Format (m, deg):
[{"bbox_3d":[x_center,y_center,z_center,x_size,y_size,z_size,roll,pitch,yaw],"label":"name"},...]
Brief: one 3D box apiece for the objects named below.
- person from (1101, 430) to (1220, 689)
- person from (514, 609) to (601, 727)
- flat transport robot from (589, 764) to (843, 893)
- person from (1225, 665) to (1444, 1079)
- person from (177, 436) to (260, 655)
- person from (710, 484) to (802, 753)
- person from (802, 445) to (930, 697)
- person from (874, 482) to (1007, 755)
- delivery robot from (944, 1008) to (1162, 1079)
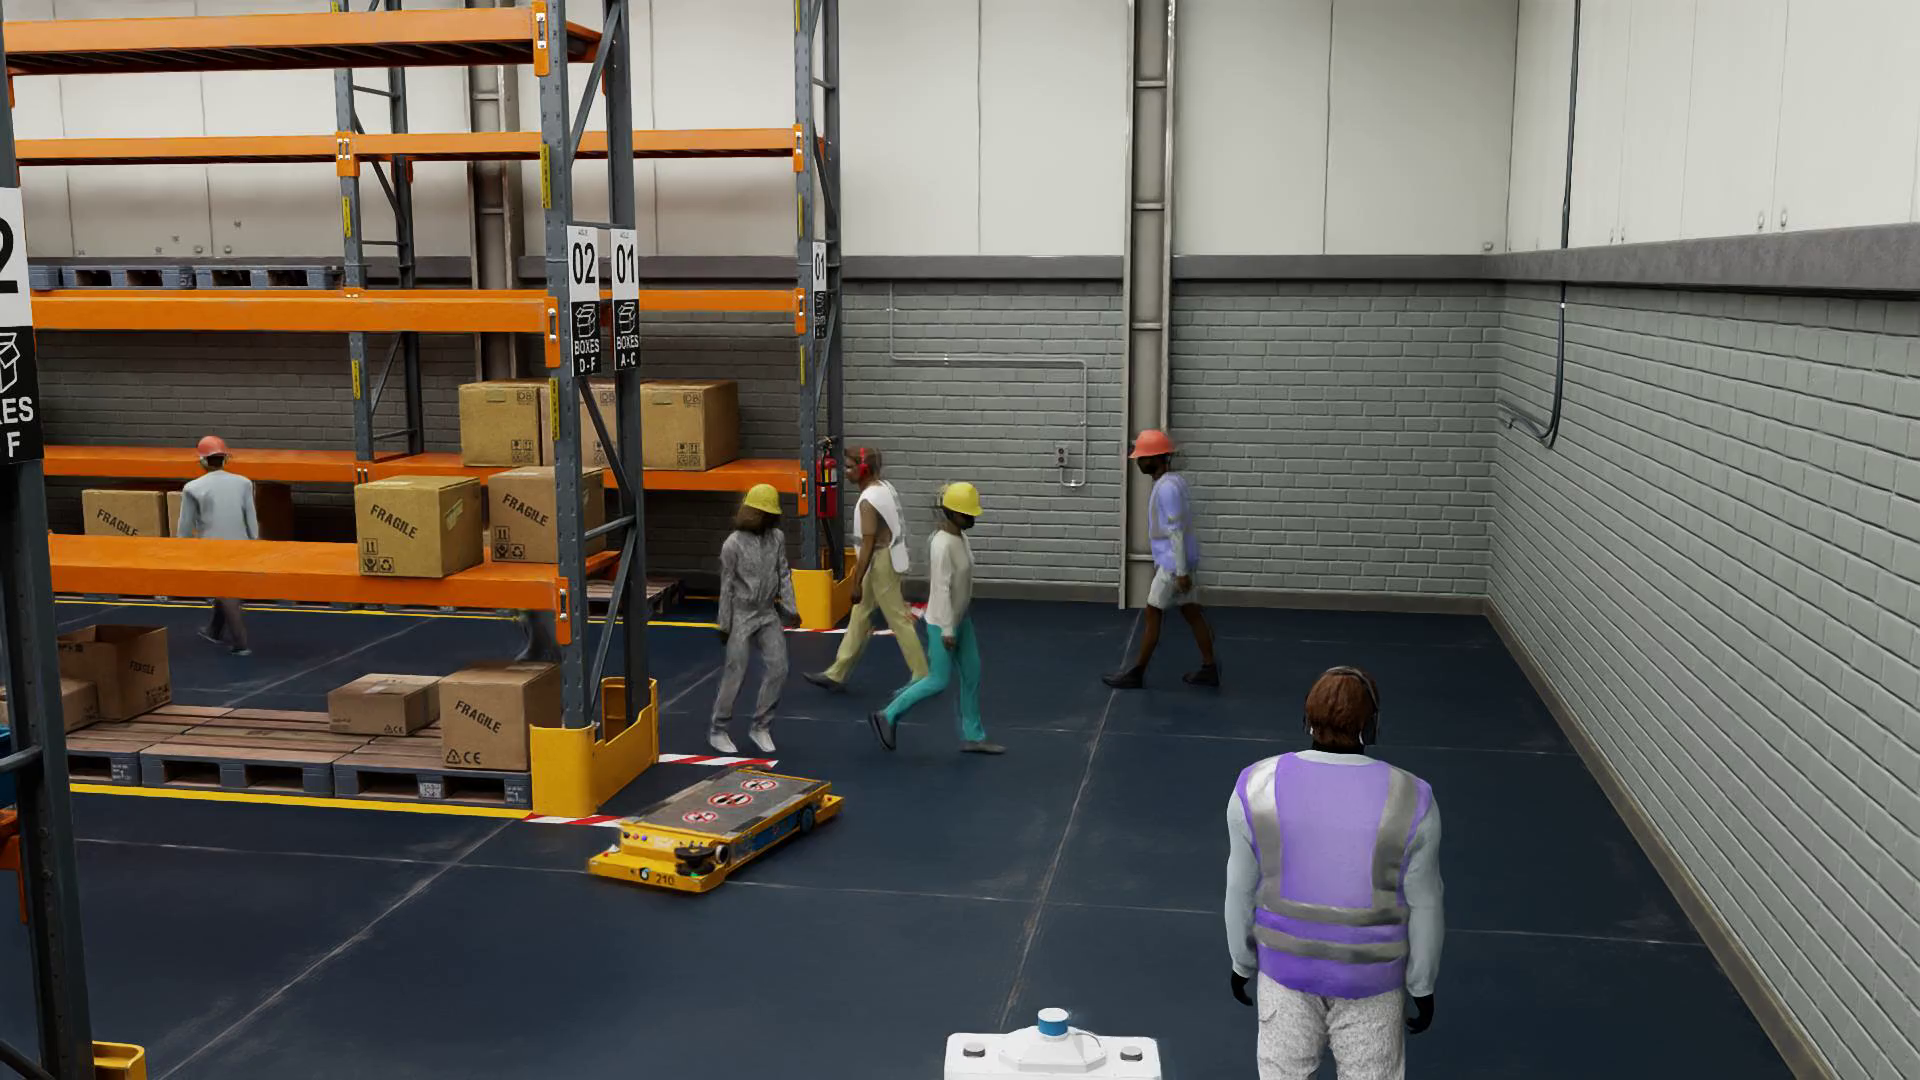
[{"bbox_3d":[1.484,0.152,11.916,0.847,1.879,0.567,1,9,9],"label":"person"},{"bbox_3d":[-2.791,0.432,10.984,0.839,1.597,0.515,2,9,13],"label":"person"},{"bbox_3d":[-1.231,1.467,8.655,0.652,0.197,1.431,4,10,24],"label":"flat transport robot"},{"bbox_3d":[1.111,1.279,4.967,0.634,1.841,0.429,3,10,19],"label":"person"},{"bbox_3d":[-5.864,0.032,13.117,0.892,1.700,0.585,7,11,36],"label":"person"},{"bbox_3d":[-1.292,0.483,10.357,0.535,1.705,0.513,8,12,40],"label":"person"},{"bbox_3d":[-0.632,0.232,11.618,0.978,1.785,0.572,0,9,0],"label":"person"},{"bbox_3d":[-0.120,0.486,10.226,0.745,1.728,0.533,3,10,17],"label":"person"},{"bbox_3d":[0.307,1.790,5.487,0.707,0.478,0.477,1,9,3],"label":"delivery robot"}]
